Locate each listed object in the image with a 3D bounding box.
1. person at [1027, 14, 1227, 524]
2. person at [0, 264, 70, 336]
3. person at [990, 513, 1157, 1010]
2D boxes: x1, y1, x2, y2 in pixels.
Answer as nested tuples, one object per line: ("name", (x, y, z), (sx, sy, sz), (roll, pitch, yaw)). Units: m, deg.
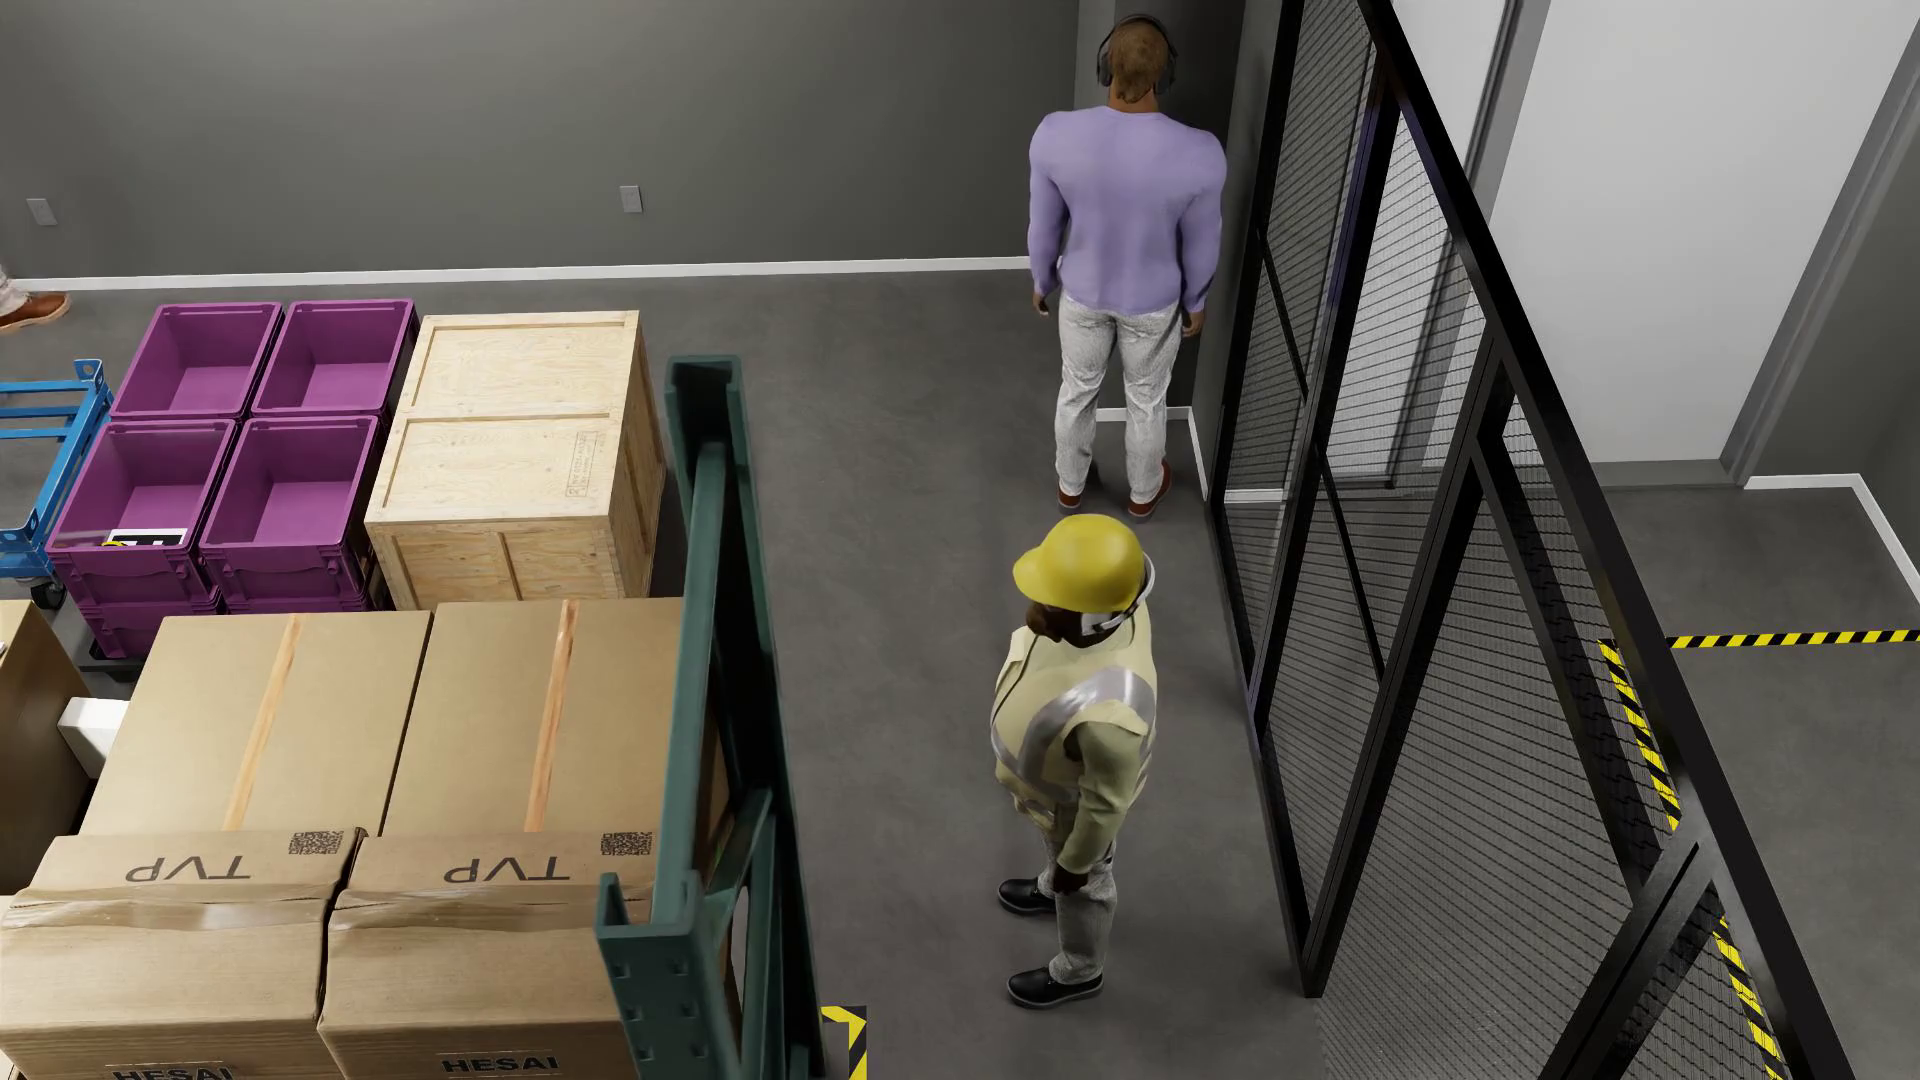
("person", (0.531, -0.835, 5.558), (0.627, 1.934, 0.376), (11, 47, 11))
("person", (-3.902, -1.407, 6.086), (0.601, 1.964, 0.838), (-14, 48, -13))
("person", (0.277, 0.589, 4.263), (0.403, 1.837, 0.588), (-1, 46, -1))
